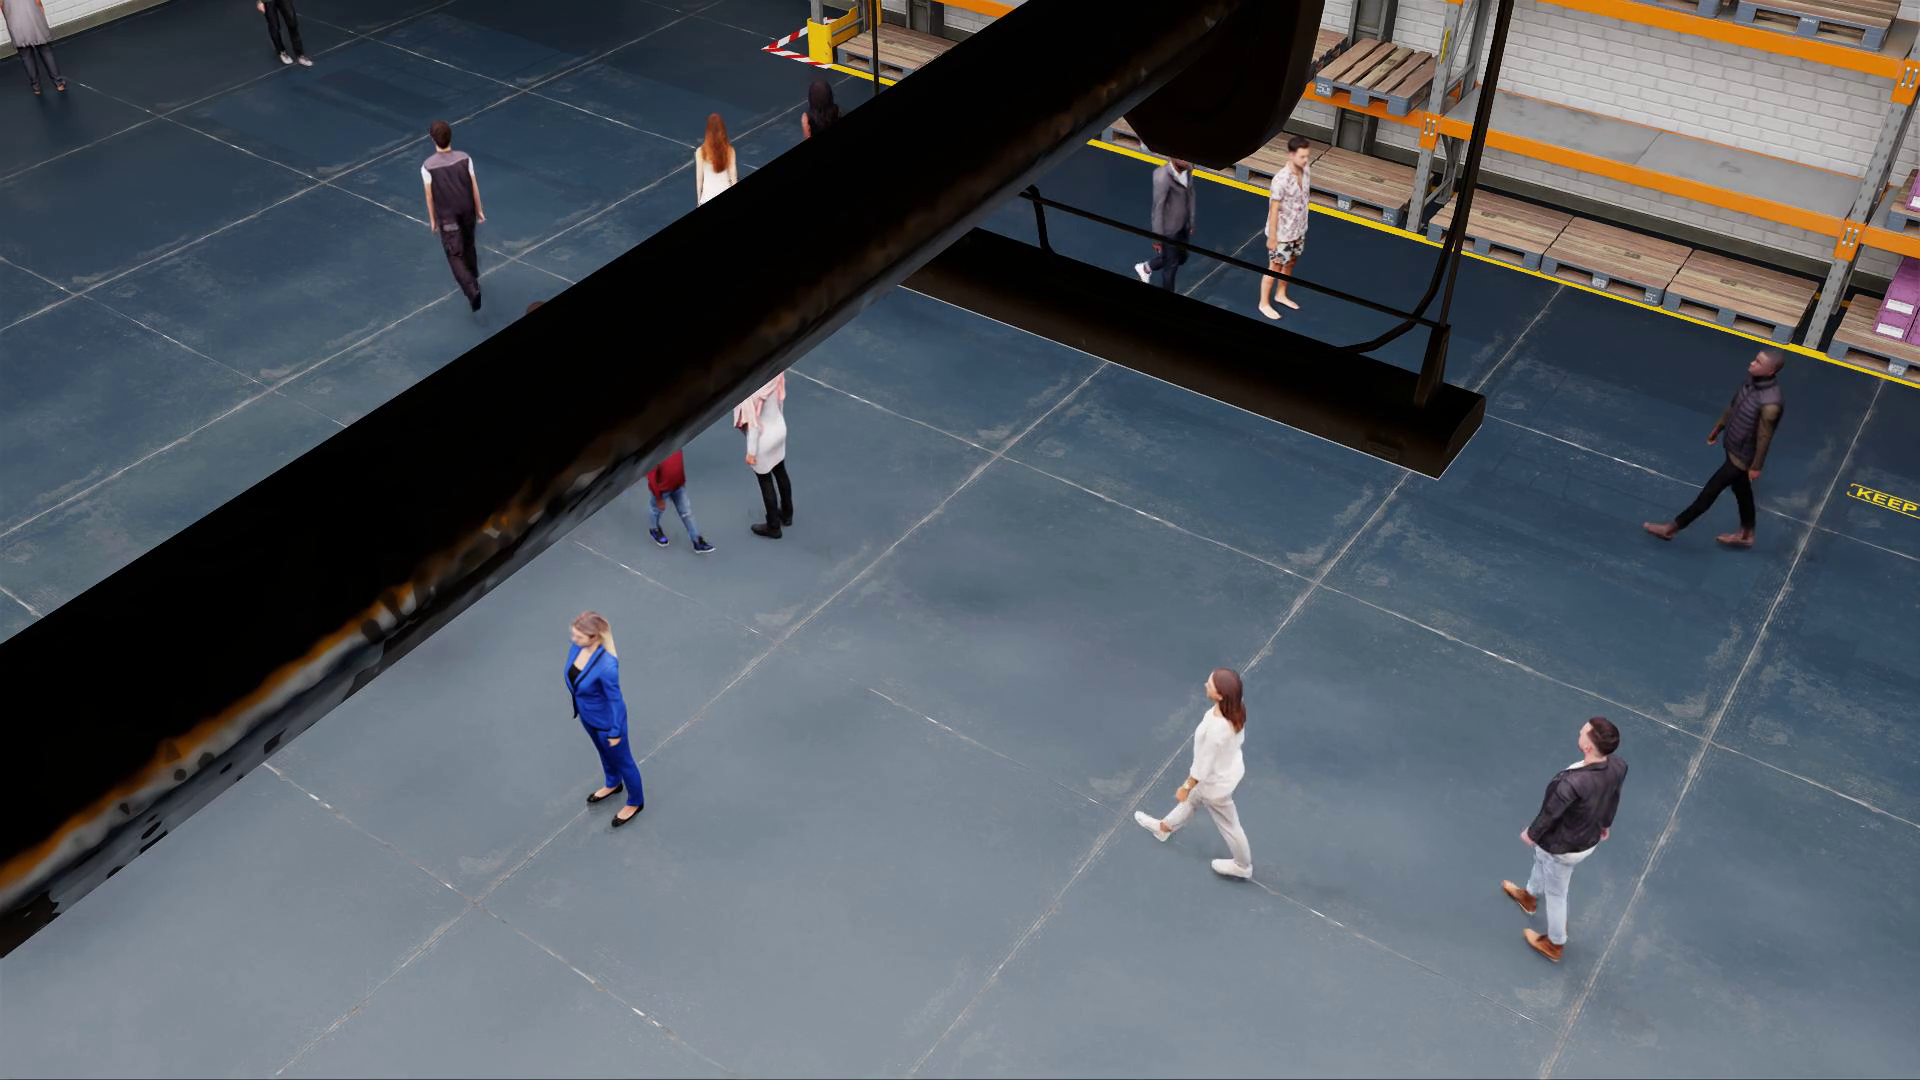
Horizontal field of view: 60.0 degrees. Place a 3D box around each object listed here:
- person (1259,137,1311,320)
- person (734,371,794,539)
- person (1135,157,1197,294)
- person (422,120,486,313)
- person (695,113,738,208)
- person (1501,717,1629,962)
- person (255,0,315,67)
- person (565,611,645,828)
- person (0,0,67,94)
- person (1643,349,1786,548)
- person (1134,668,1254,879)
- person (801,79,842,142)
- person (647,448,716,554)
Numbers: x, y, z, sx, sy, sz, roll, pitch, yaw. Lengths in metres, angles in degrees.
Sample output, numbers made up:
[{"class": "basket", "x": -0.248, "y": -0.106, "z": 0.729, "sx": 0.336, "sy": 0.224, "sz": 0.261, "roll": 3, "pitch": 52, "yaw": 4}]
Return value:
[{"class": "person", "x": 3.074, "y": -2.979, "z": 15.712, "sx": 0.710, "sy": 1.811, "sz": 0.631, "roll": -31, "pitch": 48, "yaw": -33}, {"class": "person", "x": -1.506, "y": -0.797, "z": 12.986, "sx": 0.583, "sy": 1.803, "sz": 0.627, "roll": 21, "pitch": 43, "yaw": 24}, {"class": "person", "x": 1.939, "y": -2.991, "z": 15.741, "sx": 0.967, "sy": 1.793, "sz": 0.830, "roll": 26, "pitch": 45, "yaw": 28}, {"class": "person", "x": -4.761, "y": -3.055, "z": 15.797, "sx": 0.943, "sy": 1.822, "sz": 1.197, "roll": -21, "pitch": 43, "yaw": -24}, {"class": "person", "x": -2.336, "y": -3.283, "z": 16.189, "sx": 0.886, "sy": 1.690, "sz": 0.996, "roll": -12, "pitch": 40, "yaw": -14}, {"class": "person", "x": 3.621, "y": 1.805, "z": 9.718, "sx": 0.813, "sy": 1.817, "sz": 0.931, "roll": -25, "pitch": 45, "yaw": -28}, {"class": "person", "x": -8.487, "y": -6.711, "z": 20.442, "sx": 0.728, "sy": 1.740, "sz": 0.901, "roll": -31, "pitch": 48, "yaw": -33}, {"class": "person", "x": -2.280, "y": 1.112, "z": 10.678, "sx": 0.727, "sy": 1.700, "sz": 0.564, "roll": -29, "pitch": 47, "yaw": -31}, {"class": "person", "x": -11.153, "y": -6.158, "z": 19.858, "sx": 0.763, "sy": 1.605, "sz": 0.812, "roll": -16, "pitch": 41, "yaw": -19}, {"class": "person", "x": 6.117, "y": -0.656, "z": 12.822, "sx": 1.252, "sy": 1.787, "sz": 1.039, "roll": 5, "pitch": 39, "yaw": 6}, {"class": "person", "x": 1.674, "y": 1.479, "z": 10.262, "sx": 1.116, "sy": 1.645, "sz": 0.805, "roll": 13, "pitch": 40, "yaw": 16}, {"class": "person", "x": -1.345, "y": -3.795, "z": 16.802, "sx": 0.752, "sy": 1.726, "sz": 0.825, "roll": -18, "pitch": 42, "yaw": -21}, {"class": "person", "x": -2.334, "y": -0.451, "z": 13.014, "sx": 0.623, "sy": 1.228, "sz": 0.896, "roll": -31, "pitch": 48, "yaw": -33}]
